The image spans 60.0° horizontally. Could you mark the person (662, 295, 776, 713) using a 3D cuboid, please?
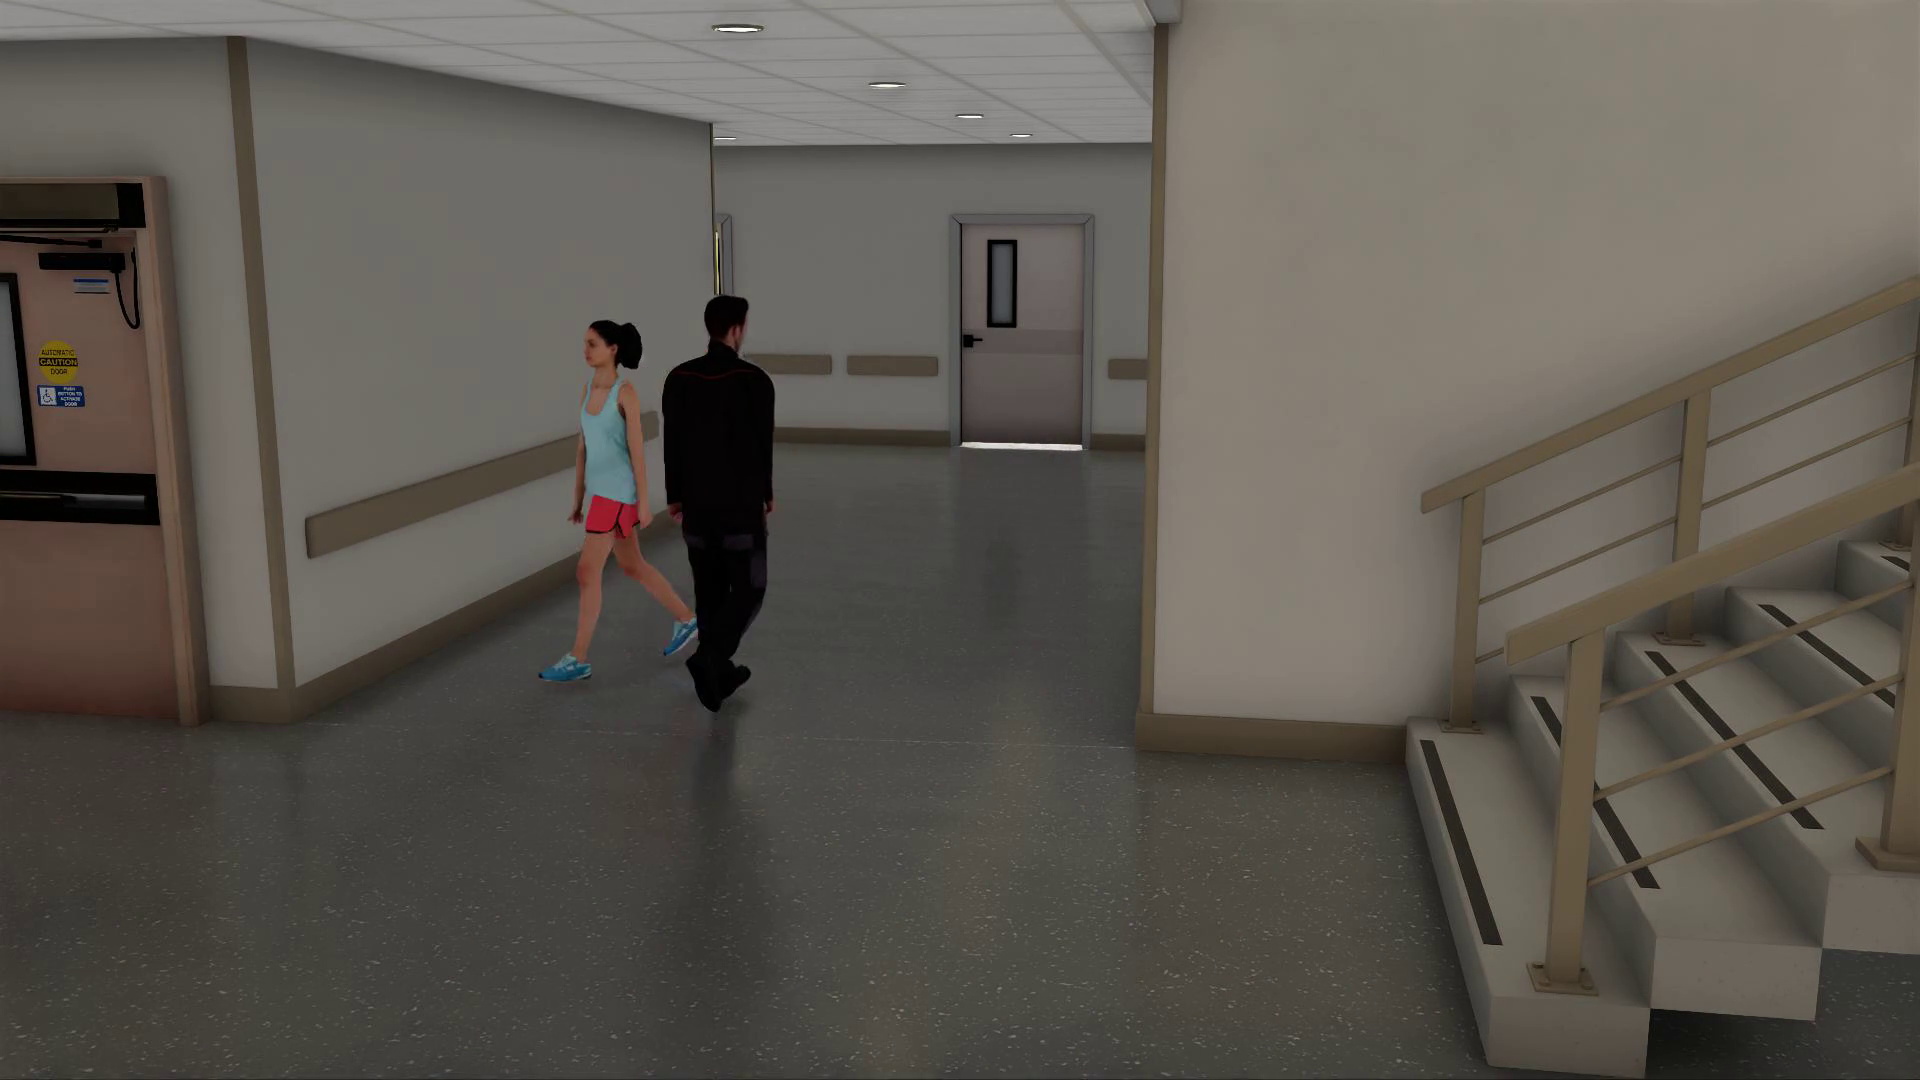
[{"bbox_3d":[-1.090,-0.134,7.495,1.045,1.886,0.814,3,11,14],"label":"person"}]

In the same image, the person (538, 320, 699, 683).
[{"bbox_3d":[-1.621,-0.179,8.171,1.138,1.723,1.176,-9,14,-40],"label":"person"}]
